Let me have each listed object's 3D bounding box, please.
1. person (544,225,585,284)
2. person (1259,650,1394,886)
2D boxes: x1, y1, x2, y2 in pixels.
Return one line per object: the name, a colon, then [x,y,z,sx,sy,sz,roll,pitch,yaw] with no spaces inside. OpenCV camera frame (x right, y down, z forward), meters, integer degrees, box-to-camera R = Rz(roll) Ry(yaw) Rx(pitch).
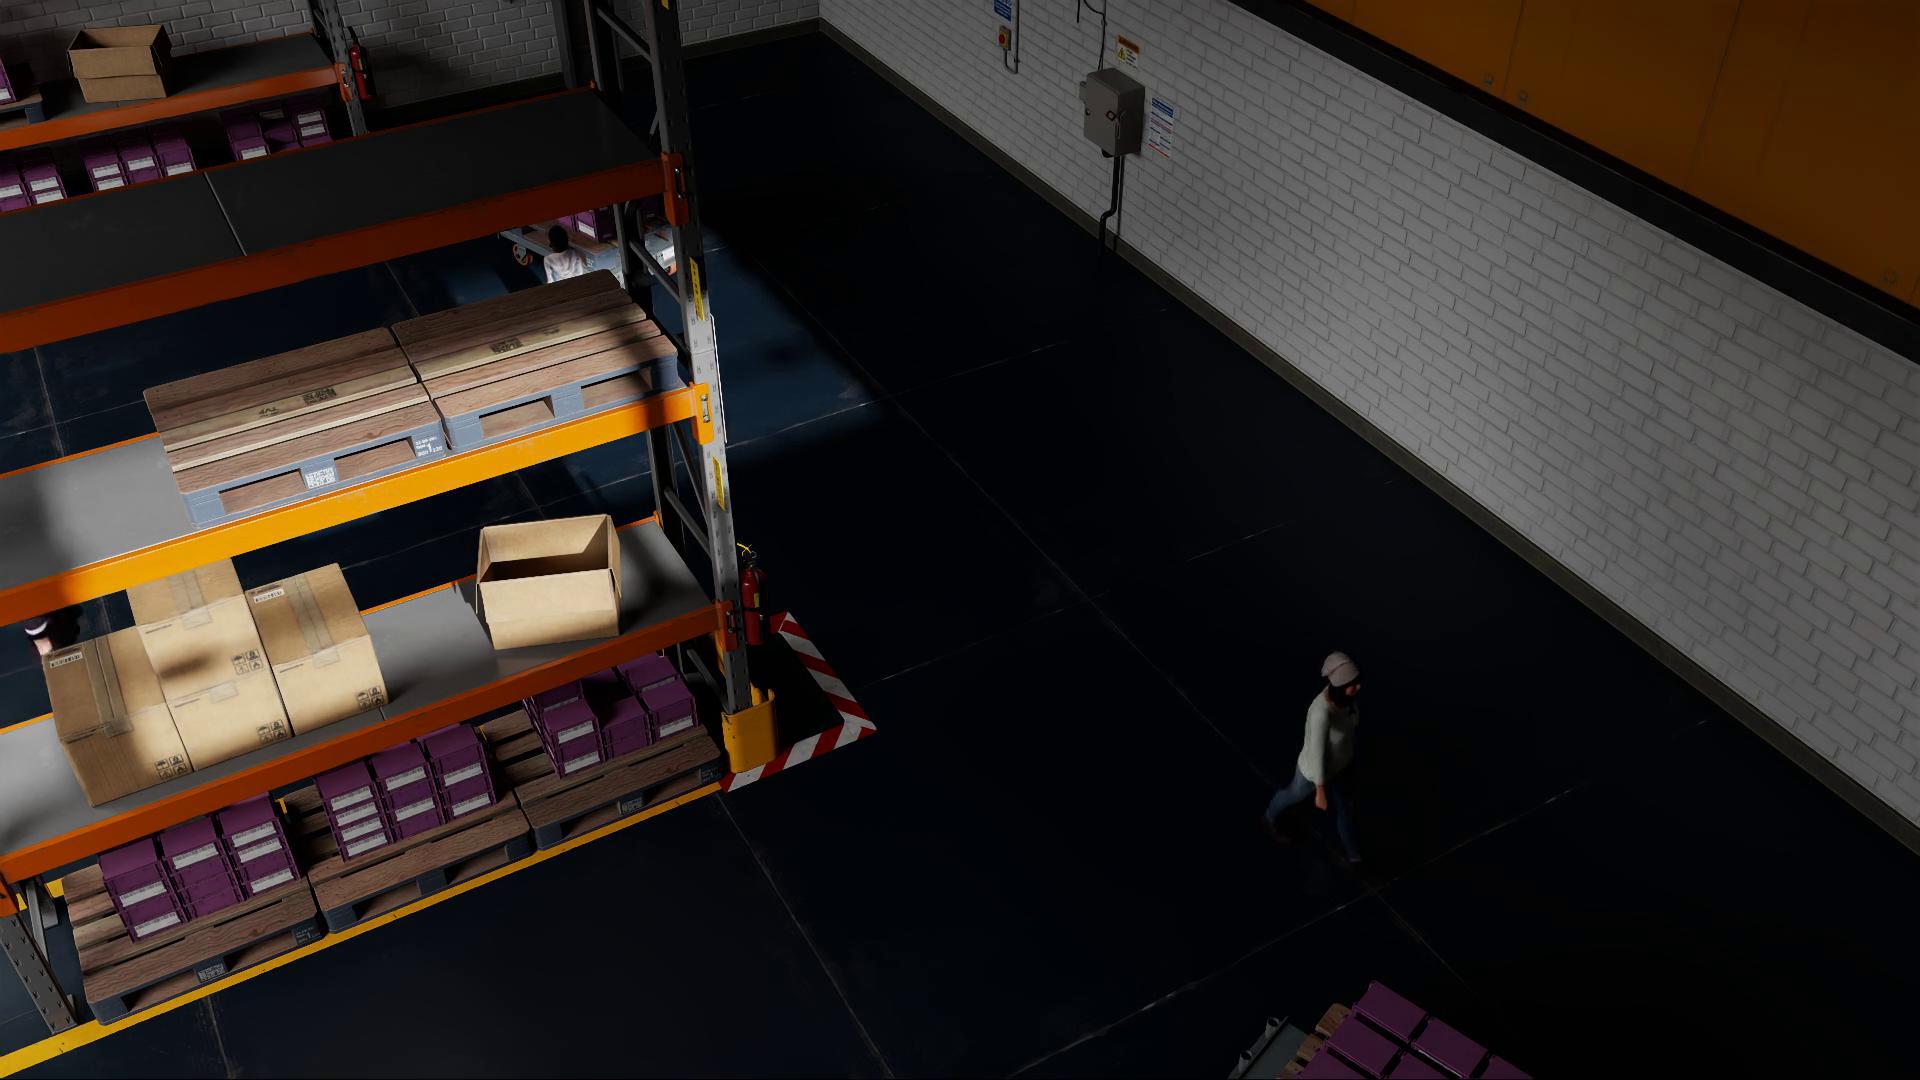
person: [-3.232,-2.018,13.700,0.445,1.261,0.548,-23,44,-26]
person: [1.979,1.231,9.362,0.890,1.597,1.105,29,47,32]
